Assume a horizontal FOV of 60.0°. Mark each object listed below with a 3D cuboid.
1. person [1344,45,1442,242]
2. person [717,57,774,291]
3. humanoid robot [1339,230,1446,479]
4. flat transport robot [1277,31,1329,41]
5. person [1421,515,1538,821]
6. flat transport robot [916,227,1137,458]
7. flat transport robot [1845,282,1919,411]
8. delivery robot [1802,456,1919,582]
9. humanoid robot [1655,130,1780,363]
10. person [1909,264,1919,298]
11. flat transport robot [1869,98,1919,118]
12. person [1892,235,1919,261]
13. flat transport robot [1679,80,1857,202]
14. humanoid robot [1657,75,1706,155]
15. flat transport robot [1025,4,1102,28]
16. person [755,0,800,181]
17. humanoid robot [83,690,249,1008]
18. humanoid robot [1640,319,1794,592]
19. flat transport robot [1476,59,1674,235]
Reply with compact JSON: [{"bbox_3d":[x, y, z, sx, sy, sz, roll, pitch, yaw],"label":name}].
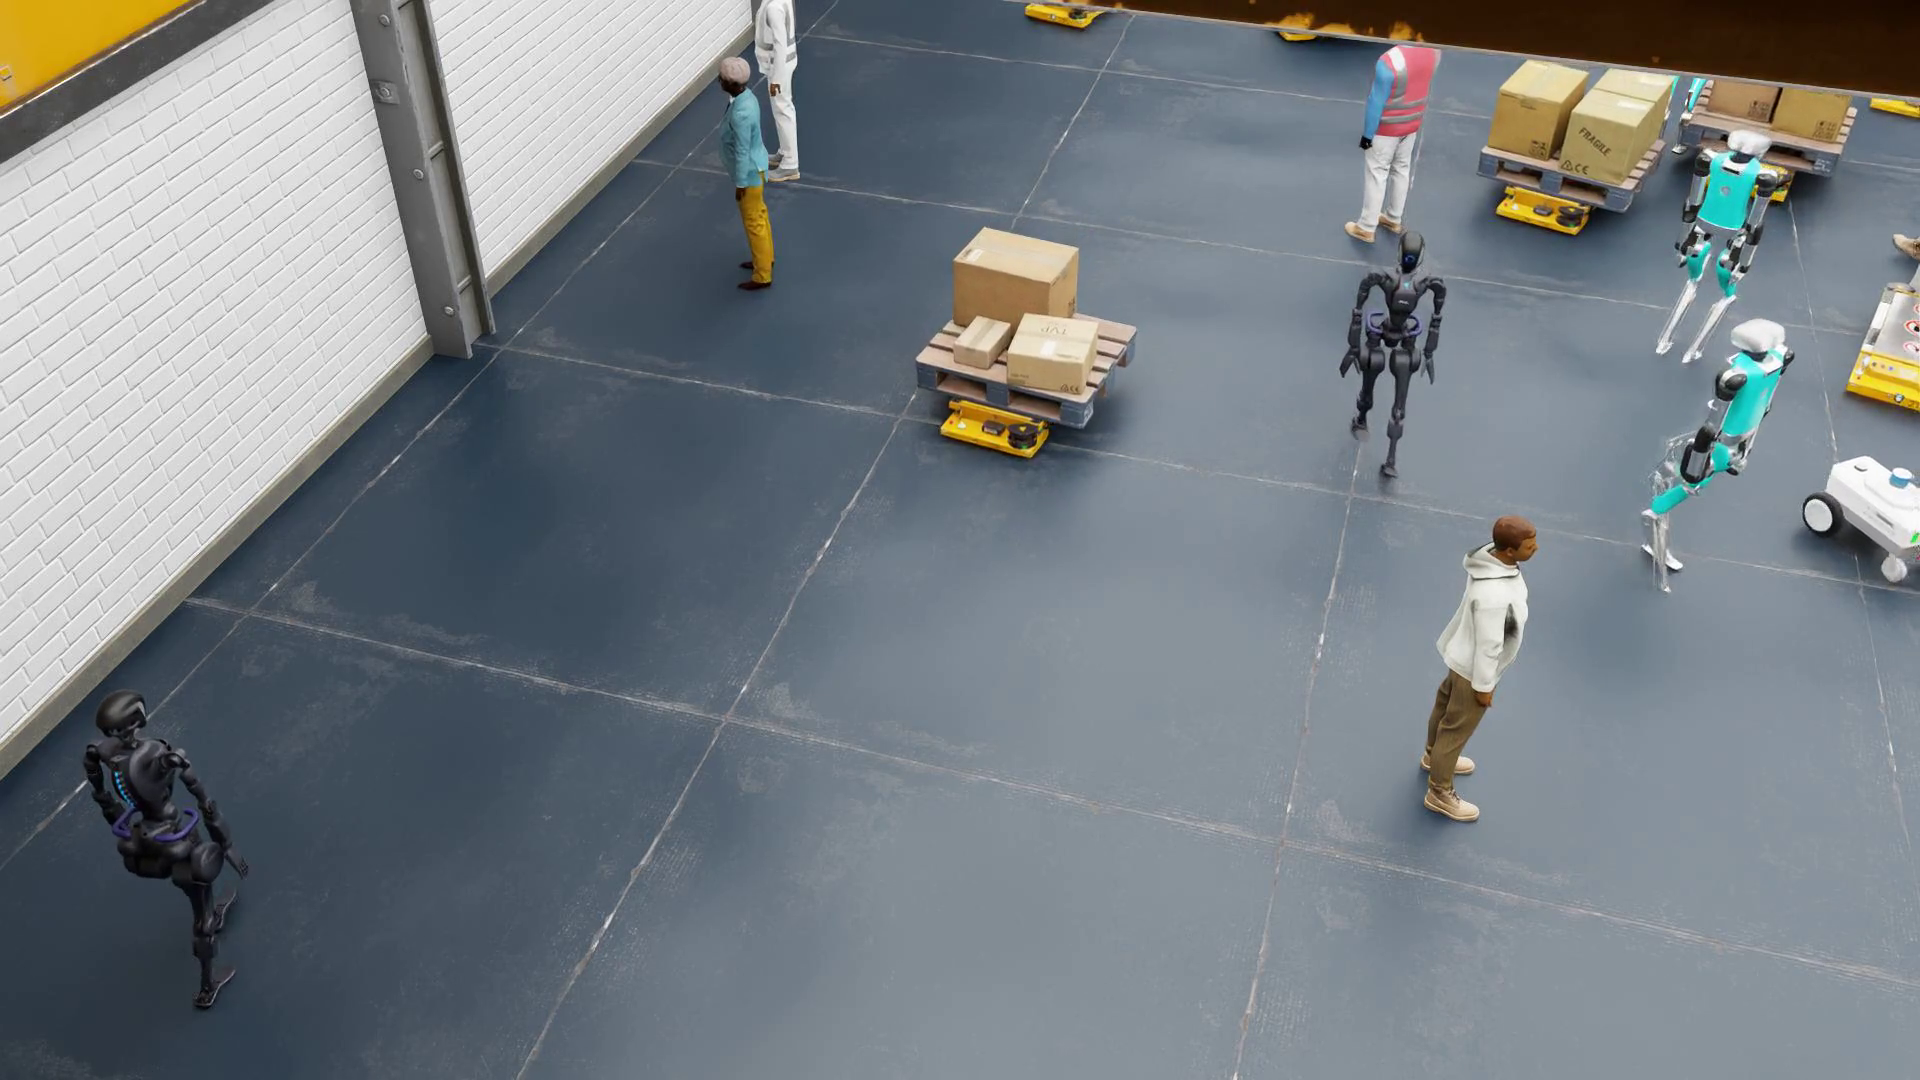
[{"bbox_3d":[3.303,-3.176,12.709,0.618,1.836,0.430,-23,44,-26],"label":"person"},{"bbox_3d":[-1.567,-2.679,12.160,0.345,1.747,0.535,-2,39,-2],"label":"person"},{"bbox_3d":[2.690,-1.186,10.381,0.584,1.630,0.768,4,39,5],"label":"humanoid robot"},{"bbox_3d":[3.784,-5.214,16.489,1.431,0.231,0.659,-9,40,-10],"label":"flat transport robot"},{"bbox_3d":[2.489,0.593,8.072,0.374,1.767,0.518,8,39,9],"label":"person"},{"bbox_3d":[0.462,-1.069,11.334,0.659,0.231,1.431,16,42,19],"label":"flat transport robot"},{"bbox_3d":[6.726,-1.354,11.689,0.659,0.231,1.431,22,44,25],"label":"flat transport robot"},{"bbox_3d":[5.542,-0.167,9.997,0.499,0.610,0.814,-14,41,-17],"label":"delivery robot"},{"bbox_3d":[5.185,-1.995,11.313,0.530,1.795,0.651,31,48,33],"label":"humanoid robot"},{"bbox_3d":[7.184,-2.384,11.886,0.513,1.633,0.313,7,39,9],"label":"person"},{"bbox_3d":[8.843,-4.208,15.239,0.659,0.231,1.431,23,44,25],"label":"flat transport robot"},{"bbox_3d":[7.570,-2.725,12.284,0.548,1.659,0.765,-15,41,-18],"label":"person"},{"bbox_3d":[6.788,-3.298,14.107,0.659,0.231,1.431,20,43,23],"label":"flat transport robot"},{"bbox_3d":[5.996,-3.962,13.651,0.533,1.681,0.735,20,43,23],"label":"humanoid robot"},{"bbox_3d":[1.297,-5.595,16.964,0.659,0.231,1.431,21,43,24],"label":"flat transport robot"},{"bbox_3d":[-1.492,-3.845,13.498,0.344,1.882,0.584,-2,39,-3],"label":"person"},{"bbox_3d":[-3.445,1.290,7.287,0.601,1.633,0.656,6,39,7],"label":"humanoid robot"},{"bbox_3d":[4.177,-0.528,9.493,0.543,1.806,0.722,-22,44,-25],"label":"humanoid robot"},{"bbox_3d":[4.974,-2.936,13.656,0.659,0.231,1.431,23,44,26],"label":"flat transport robot"}]
